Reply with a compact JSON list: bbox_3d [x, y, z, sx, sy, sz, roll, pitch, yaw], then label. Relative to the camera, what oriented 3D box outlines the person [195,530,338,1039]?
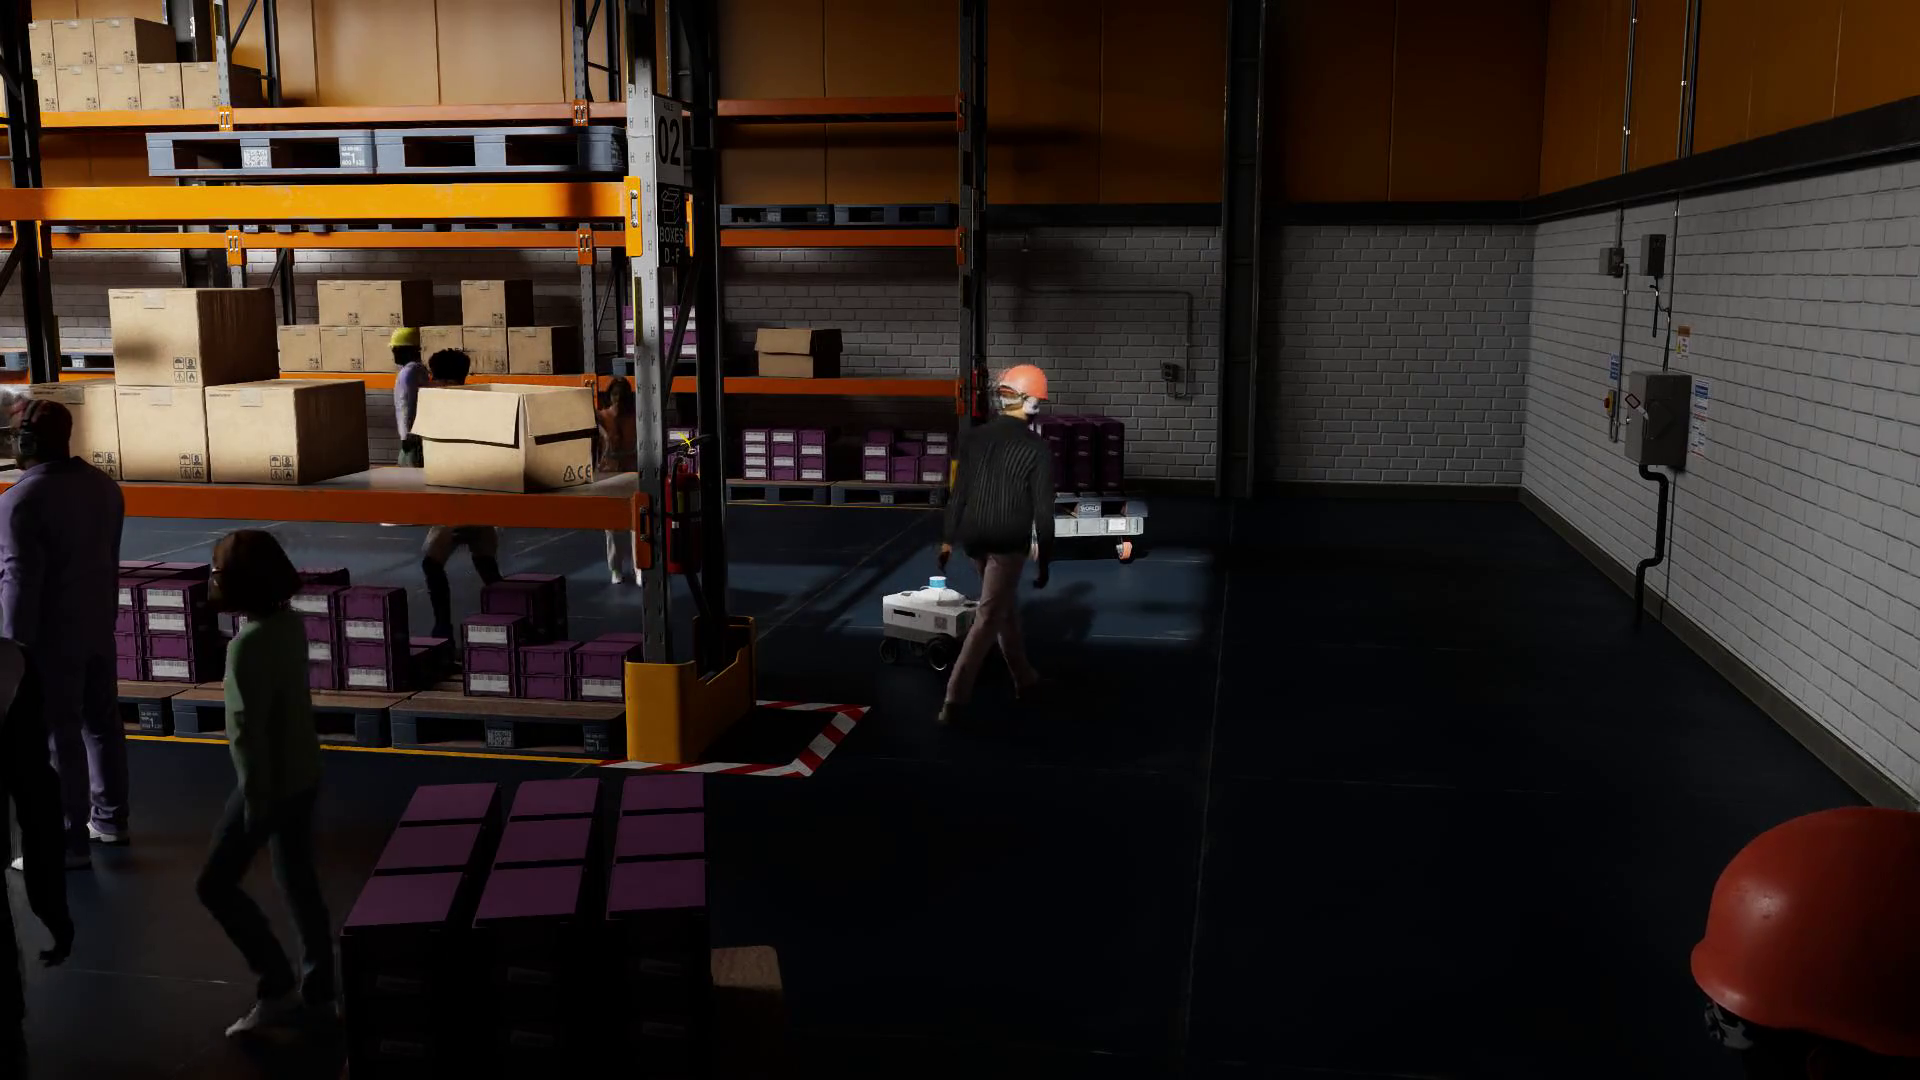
[{"bbox_3d":[-2.193,0.771,5.208,0.432,1.616,0.521,0,9,-1],"label":"person"}]

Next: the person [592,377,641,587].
[{"bbox_3d":[-2.557,-0.422,12.626,0.552,1.607,0.763,-3,10,-18],"label":"person"}]

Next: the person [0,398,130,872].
[{"bbox_3d":[-3.657,0.379,6.741,0.411,1.911,0.643,1,9,6],"label":"person"}]

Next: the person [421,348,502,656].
[{"bbox_3d":[-3.158,-0.217,10.350,0.766,1.940,0.627,2,9,11],"label":"person"}]

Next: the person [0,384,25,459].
[{"bbox_3d":[-7.222,-0.510,12.382,0.588,1.886,0.406,0,9,1],"label":"person"}]

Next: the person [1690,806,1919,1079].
[{"bbox_3d":[0.790,1.192,1.608,0.356,1.938,0.543,3,10,19],"label":"person"}]

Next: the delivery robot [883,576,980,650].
[{"bbox_3d":[-0.136,0.465,10.107,0.707,0.478,0.477,8,12,41],"label":"delivery robot"}]

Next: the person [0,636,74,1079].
[{"bbox_3d":[-2.387,0.850,3.814,0.625,1.917,0.416,-4,10,-22],"label":"person"}]

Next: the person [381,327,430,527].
[{"bbox_3d":[-5.058,-1.052,15.643,0.795,1.908,0.587,-1,9,-7],"label":"person"}]

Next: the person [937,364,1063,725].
[{"bbox_3d":[0.193,0.021,8.971,0.680,1.927,1.029,9,13,43],"label":"person"}]
